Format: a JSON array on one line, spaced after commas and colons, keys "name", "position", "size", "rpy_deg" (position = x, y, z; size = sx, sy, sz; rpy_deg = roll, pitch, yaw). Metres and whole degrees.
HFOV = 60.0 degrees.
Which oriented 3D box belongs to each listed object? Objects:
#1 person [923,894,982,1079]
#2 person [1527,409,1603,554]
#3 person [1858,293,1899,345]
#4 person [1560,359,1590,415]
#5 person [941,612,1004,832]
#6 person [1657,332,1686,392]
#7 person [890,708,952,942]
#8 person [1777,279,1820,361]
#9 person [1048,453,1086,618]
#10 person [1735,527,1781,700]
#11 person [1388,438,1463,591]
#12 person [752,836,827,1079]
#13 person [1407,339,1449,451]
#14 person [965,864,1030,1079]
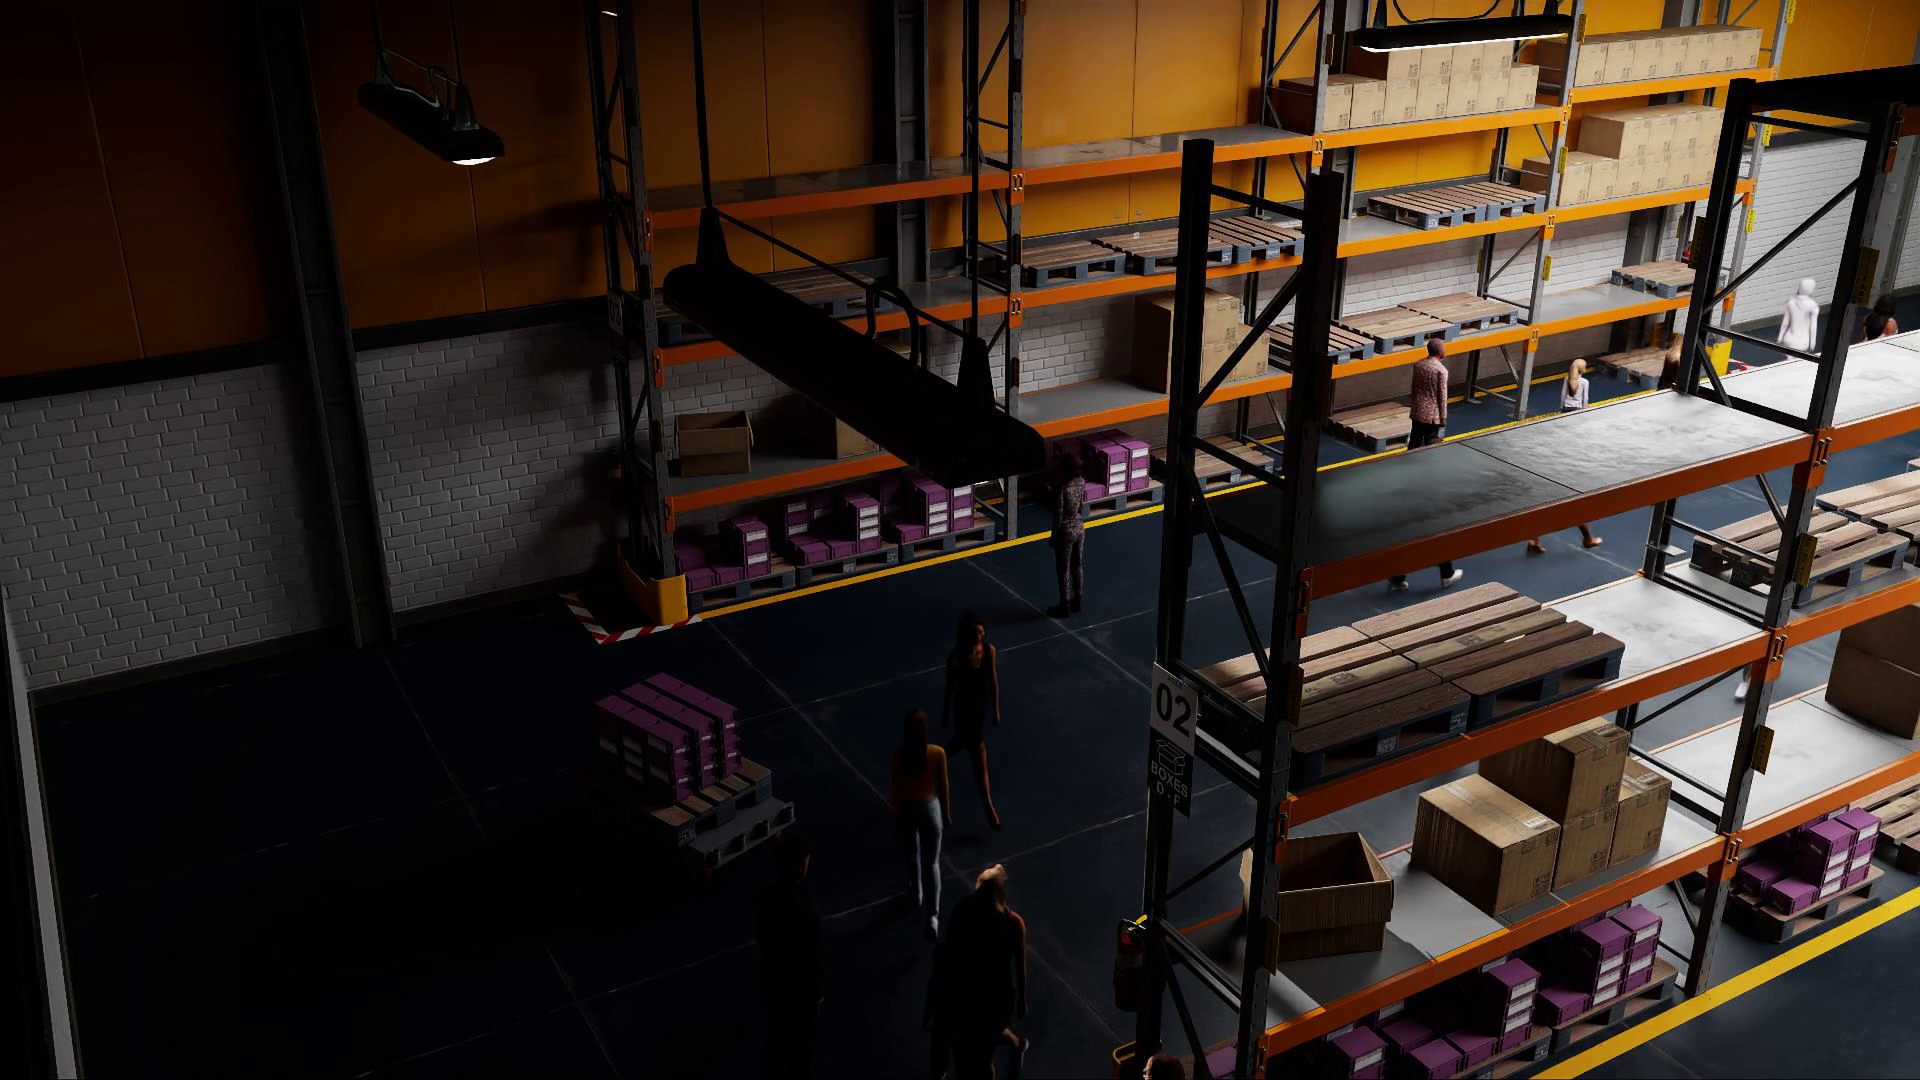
[{"name": "person", "position": [0.035, 2.875, 10.063], "size": [0.966, 1.522, 0.870], "rpy_deg": [-5, 24, -12]}, {"name": "person", "position": [6.407, -0.588, 17.829], "size": [1.104, 1.646, 0.752], "rpy_deg": [-6, 24, -13]}, {"name": "person", "position": [11.772, -2.299, 21.557], "size": [0.873, 1.795, 0.686], "rpy_deg": [-10, 25, -21]}, {"name": "person", "position": [7.620, -1.639, 20.693], "size": [0.536, 1.279, 0.556], "rpy_deg": [22, 32, 40]}, {"name": "person", "position": [0.031, 1.372, 13.176], "size": [1.141, 1.782, 0.684], "rpy_deg": [-15, 28, -30]}, {"name": "person", "position": [8.580, -1.702, 20.369], "size": [1.155, 1.654, 1.022], "rpy_deg": [3, 24, 7]}, {"name": "person", "position": [-0.278, 2.025, 11.761], "size": [1.145, 1.721, 0.947], "rpy_deg": [-3, 24, -7]}, {"name": "person", "position": [11.166, -2.602, 22.327], "size": [1.141, 1.734, 0.648], "rpy_deg": [-12, 26, -26]}, {"name": "person", "position": [1.082, -0.062, 16.540], "size": [0.543, 1.717, 0.680], "rpy_deg": [-20, 31, -38]}, {"name": "person", "position": [7.285, 0.623, 15.005], "size": [0.694, 1.691, 0.777], "rpy_deg": [18, 30, 36]}, {"name": "person", "position": [4.717, -0.222, 16.986], "size": [1.074, 1.651, 0.673], "rpy_deg": [-12, 26, -25]}, {"name": "person", "position": [-1.034, 2.664, 10.035], "size": [0.687, 1.931, 0.748], "rpy_deg": [-20, 31, -38]}, {"name": "person", "position": [5.552, -1.519, 19.757], "size": [0.562, 1.808, 0.681], "rpy_deg": [-13, 27, -28]}, {"name": "person", "position": [0.210, 2.703, 10.095], "size": [0.978, 1.812, 1.228], "rpy_deg": [14, 27, 28]}]
